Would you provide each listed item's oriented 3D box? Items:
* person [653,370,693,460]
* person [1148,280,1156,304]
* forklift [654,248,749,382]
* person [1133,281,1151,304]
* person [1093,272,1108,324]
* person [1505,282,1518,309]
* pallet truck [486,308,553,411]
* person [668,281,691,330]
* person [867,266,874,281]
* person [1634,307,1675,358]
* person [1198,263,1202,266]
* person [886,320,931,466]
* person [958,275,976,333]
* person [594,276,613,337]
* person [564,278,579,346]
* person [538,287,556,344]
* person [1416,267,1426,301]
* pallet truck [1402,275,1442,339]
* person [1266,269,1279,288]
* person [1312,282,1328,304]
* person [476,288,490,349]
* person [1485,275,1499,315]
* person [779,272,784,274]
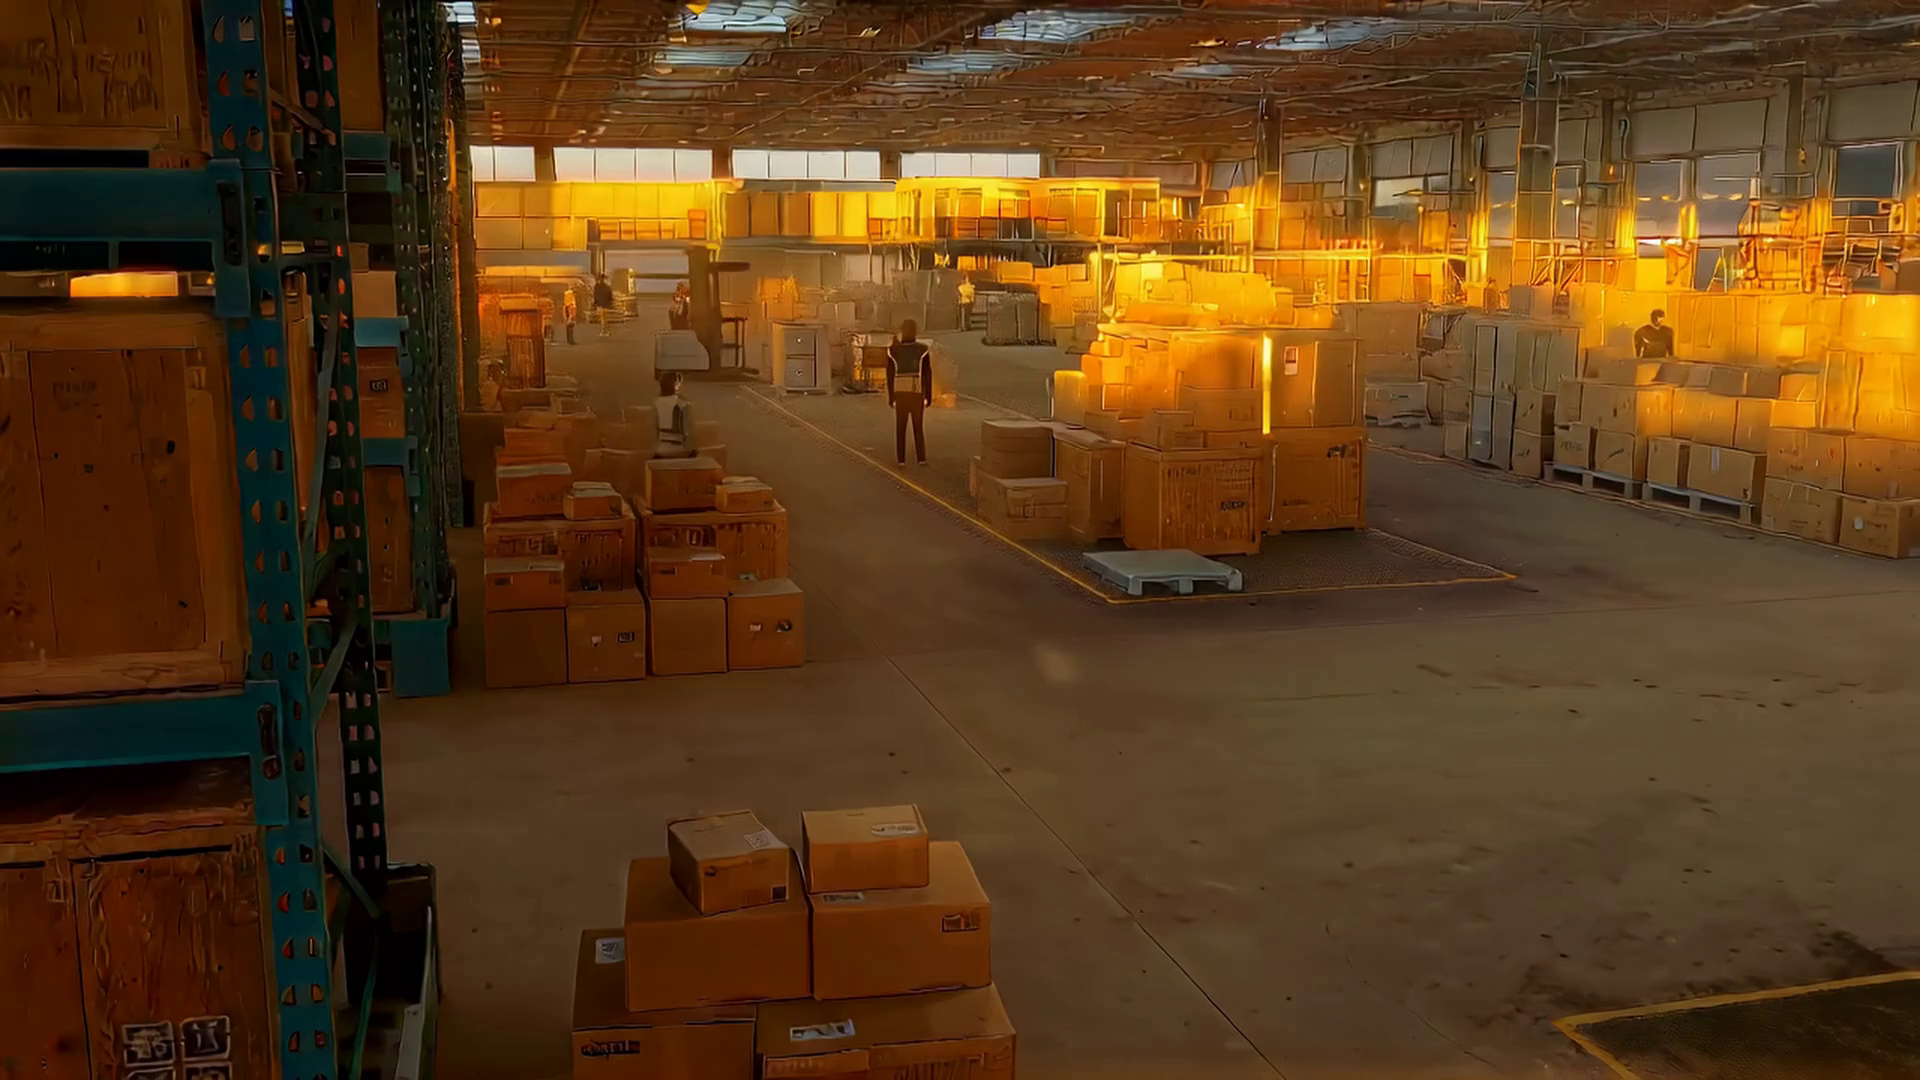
[{"bbox_3d":[-2.875,-0.896,16.779,0.540,1.624,0.360,7,12,36],"label":"person"},{"bbox_3d":[6.406,-7.912,56.271,0.816,1.710,0.505,-1,10,-6],"label":"person"},{"bbox_3d":[-5.469,-4.718,34.891,1.873,2.768,1.129,-3,10,-15],"label":"forklift"},{"bbox_3d":[5.627,-7.150,51.712,0.554,1.800,1.003,4,11,23],"label":"person"},{"bbox_3d":[5.186,-8.949,61.518,0.354,1.936,0.636,-10,14,-44],"label":"person"},{"bbox_3d":[15.076,-6.050,45.168,0.607,1.911,0.542,-1,10,-6],"label":"person"},{"bbox_3d":[-6.242,-2.418,24.362,0.823,1.965,1.885,1,10,3],"label":"pallet truck"},{"bbox_3d":[-6.936,-5.380,41.012,0.536,2.000,0.689,5,11,25],"label":"person"},{"bbox_3d":[-4.494,-12.777,83.353,0.357,1.881,0.574,-5,11,-25],"label":"person"},{"bbox_3d":[11.008,-2.747,26.458,0.634,1.926,0.524,-1,10,-8],"label":"person"},{"bbox_3d":[13.039,-14.151,90.809,0.623,1.992,0.396,-4,11,-20],"label":"person"},{"bbox_3d":[-0.665,-1.924,21.808,0.588,1.914,0.390,2,10,12],"label":"person"},{"bbox_3d":[0.243,-7.861,55.410,0.596,1.917,0.372,1,10,7],"label":"person"},{"bbox_3d":[-11.316,-7.436,52.914,0.637,1.959,0.989,3,11,18],"label":"person"},{"bbox_3d":[-11.292,-6.618,48.270,0.372,1.957,0.595,1,10,3],"label":"person"},{"bbox_3d":[-12.109,-6.564,48.753,0.538,1.681,0.652,1,10,3],"label":"person"},{"bbox_3d":[20.948,-11.437,75.632,0.367,1.926,0.594,-8,13,-38],"label":"person"},{"bbox_3d":[14.620,-7.324,52.145,0.823,1.965,1.885,8,13,40],"label":"pallet truck"},{"bbox_3d":[12.555,-9.924,67.004,0.605,1.948,0.404,-5,11,-28],"label":"person"},{"bbox_3d":[11.972,-7.735,55.351,0.534,1.693,0.321,5,11,25],"label":"person"},{"bbox_3d":[-13.465,-6.216,46.678,0.539,1.718,0.932,3,10,14],"label":"person"},{"bbox_3d":[18.819,-8.418,58.784,0.627,1.844,0.429,-7,12,-36],"label":"person"},{"bbox_3d":[-6.658,-8.998,61.912,0.561,1.893,0.937,-6,12,-30],"label":"person"}]
